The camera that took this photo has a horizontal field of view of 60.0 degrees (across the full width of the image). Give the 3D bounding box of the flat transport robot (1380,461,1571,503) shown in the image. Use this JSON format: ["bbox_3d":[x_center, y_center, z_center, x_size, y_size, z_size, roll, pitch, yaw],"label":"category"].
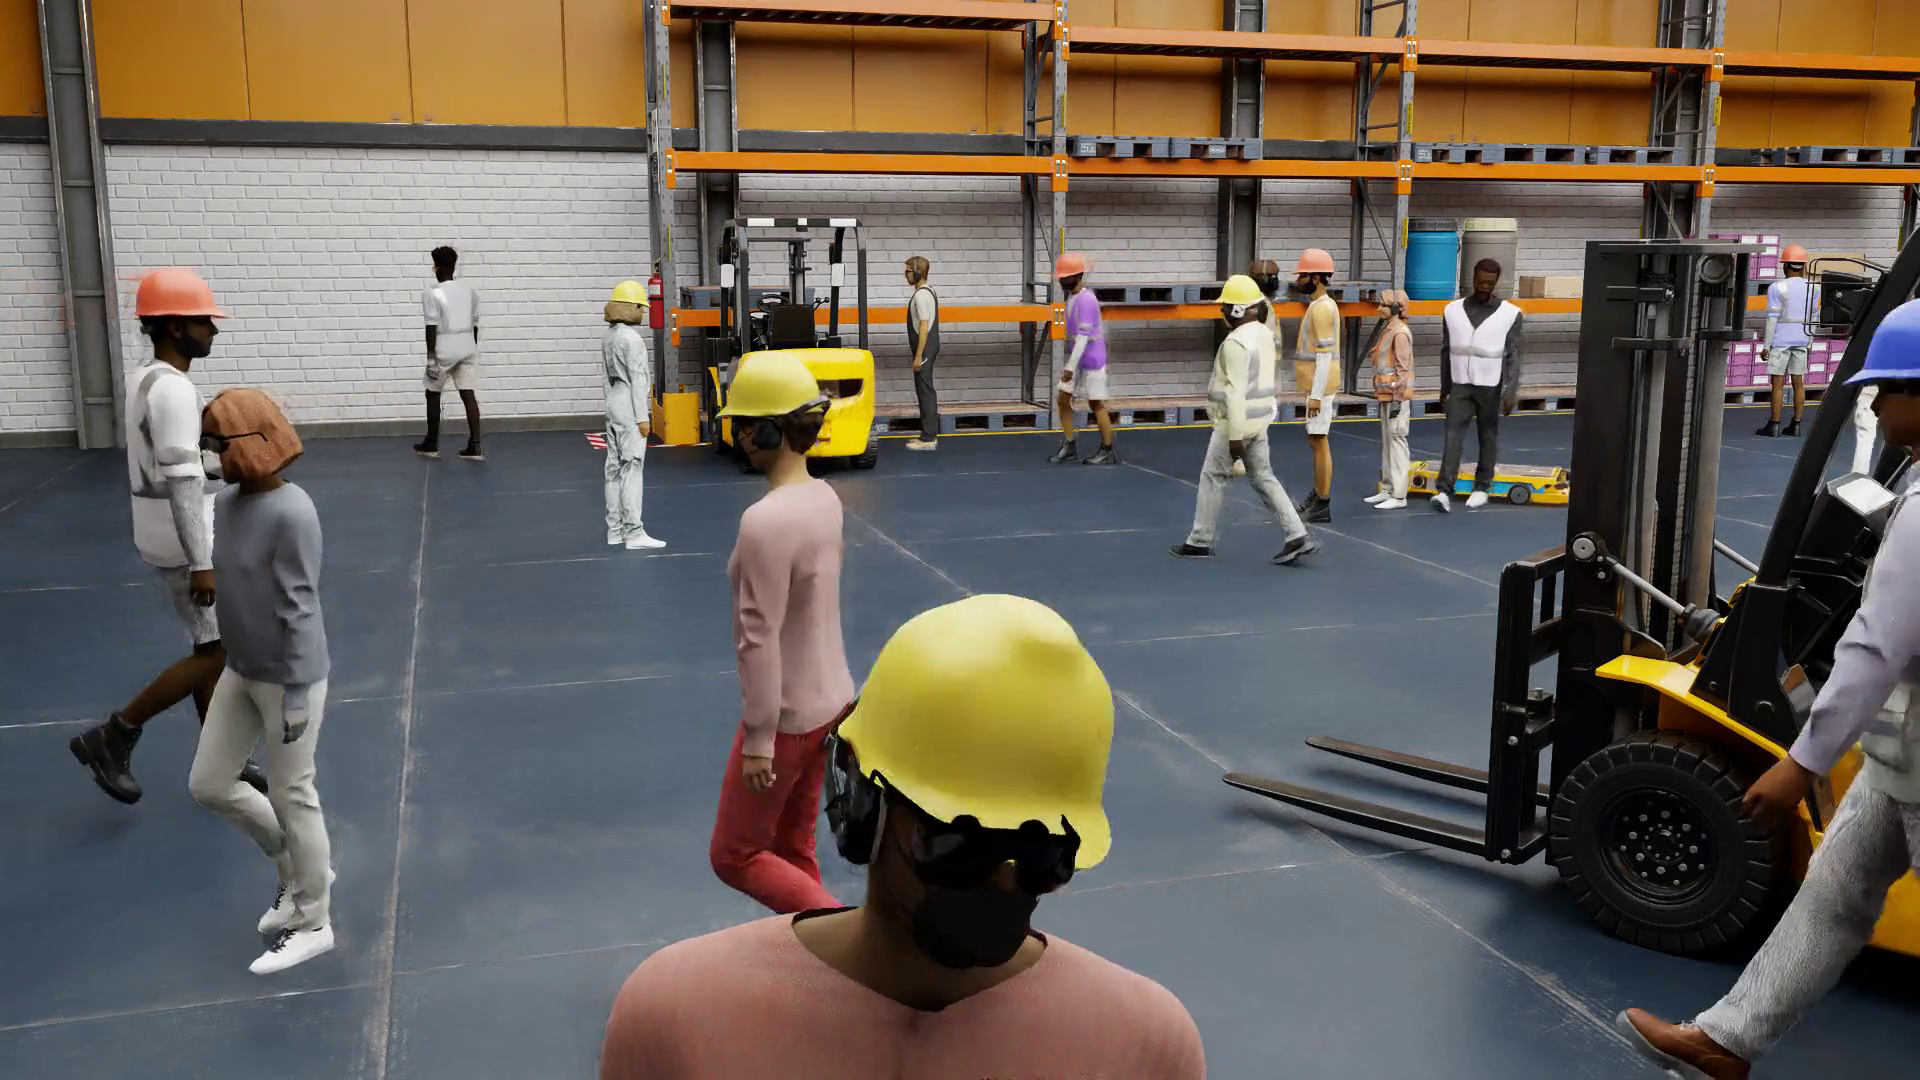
[{"bbox_3d":[4.060,-0.464,12.973,1.431,0.197,0.652,4,11,23],"label":"flat transport robot"}]

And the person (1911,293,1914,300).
[{"bbox_3d":[9.812,-2.029,16.875,0.763,1.970,0.618,-10,14,-43],"label":"person"}]

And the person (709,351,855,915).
[{"bbox_3d":[-0.388,0.416,4.078,0.444,1.748,0.538,3,11,14],"label":"person"}]

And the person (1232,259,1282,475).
[{"bbox_3d":[2.481,-1.430,13.977,0.435,1.836,0.668,2,10,9],"label":"person"}]

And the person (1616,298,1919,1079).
[{"bbox_3d":[1.960,0.444,3.540,1.004,1.888,0.620,6,12,31],"label":"person"}]

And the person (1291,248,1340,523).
[{"bbox_3d":[2.510,-1.087,11.810,0.371,1.939,0.543,2,11,12],"label":"person"}]

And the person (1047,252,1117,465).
[{"bbox_3d":[1.101,-1.558,14.538,0.766,1.876,0.544,-4,11,-20],"label":"person"}]

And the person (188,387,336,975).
[{"bbox_3d":[-1.915,0.395,4.563,0.505,1.624,0.338,8,13,36],"label":"person"}]

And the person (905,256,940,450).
[{"bbox_3d":[-0.361,-1.770,15.819,0.326,1.842,0.517,1,10,7],"label":"person"}]

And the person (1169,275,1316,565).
[{"bbox_3d":[1.775,-0.733,10.254,0.908,1.797,0.596,7,12,33],"label":"person"}]

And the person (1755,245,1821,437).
[{"bbox_3d":[8.379,-2.005,16.846,0.544,1.939,0.354,-1,10,-7],"label":"person"}]

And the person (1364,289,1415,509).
[{"bbox_3d":[3.227,-1.047,12.409,0.315,1.641,0.514,1,10,3],"label":"person"}]

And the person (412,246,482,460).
[{"bbox_3d":[-4.714,-1.703,15.199,0.868,1.929,0.634,8,13,37],"label":"person"}]

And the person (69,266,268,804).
[{"bbox_3d":[-2.766,0.010,5.834,0.630,1.926,0.558,-6,12,-29],"label":"person"}]

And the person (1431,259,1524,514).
[{"bbox_3d":[3.781,-1.116,12.185,0.612,1.857,1.030,7,12,32],"label":"person"}]

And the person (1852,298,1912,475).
[{"bbox_3d":[7.190,-1.125,12.945,0.509,1.601,0.832,6,12,31],"label":"person"}]

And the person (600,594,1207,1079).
[{"bbox_3d":[-0.069,0.903,1.480,0.582,1.737,0.380,-1,10,-6],"label":"person"}]

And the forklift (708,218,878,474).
[{"bbox_3d":[-1.522,-1.778,14.899,1.214,2.155,2.313,-3,11,-17],"label":"forklift"}]

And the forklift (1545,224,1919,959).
[{"bbox_3d":[2.909,0.117,4.508,2.313,2.155,1.214,9,14,40],"label":"forklift"}]

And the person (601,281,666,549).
[{"bbox_3d":[-2.151,-0.812,10.862,0.311,1.736,0.483,-7,13,-36],"label":"person"}]
